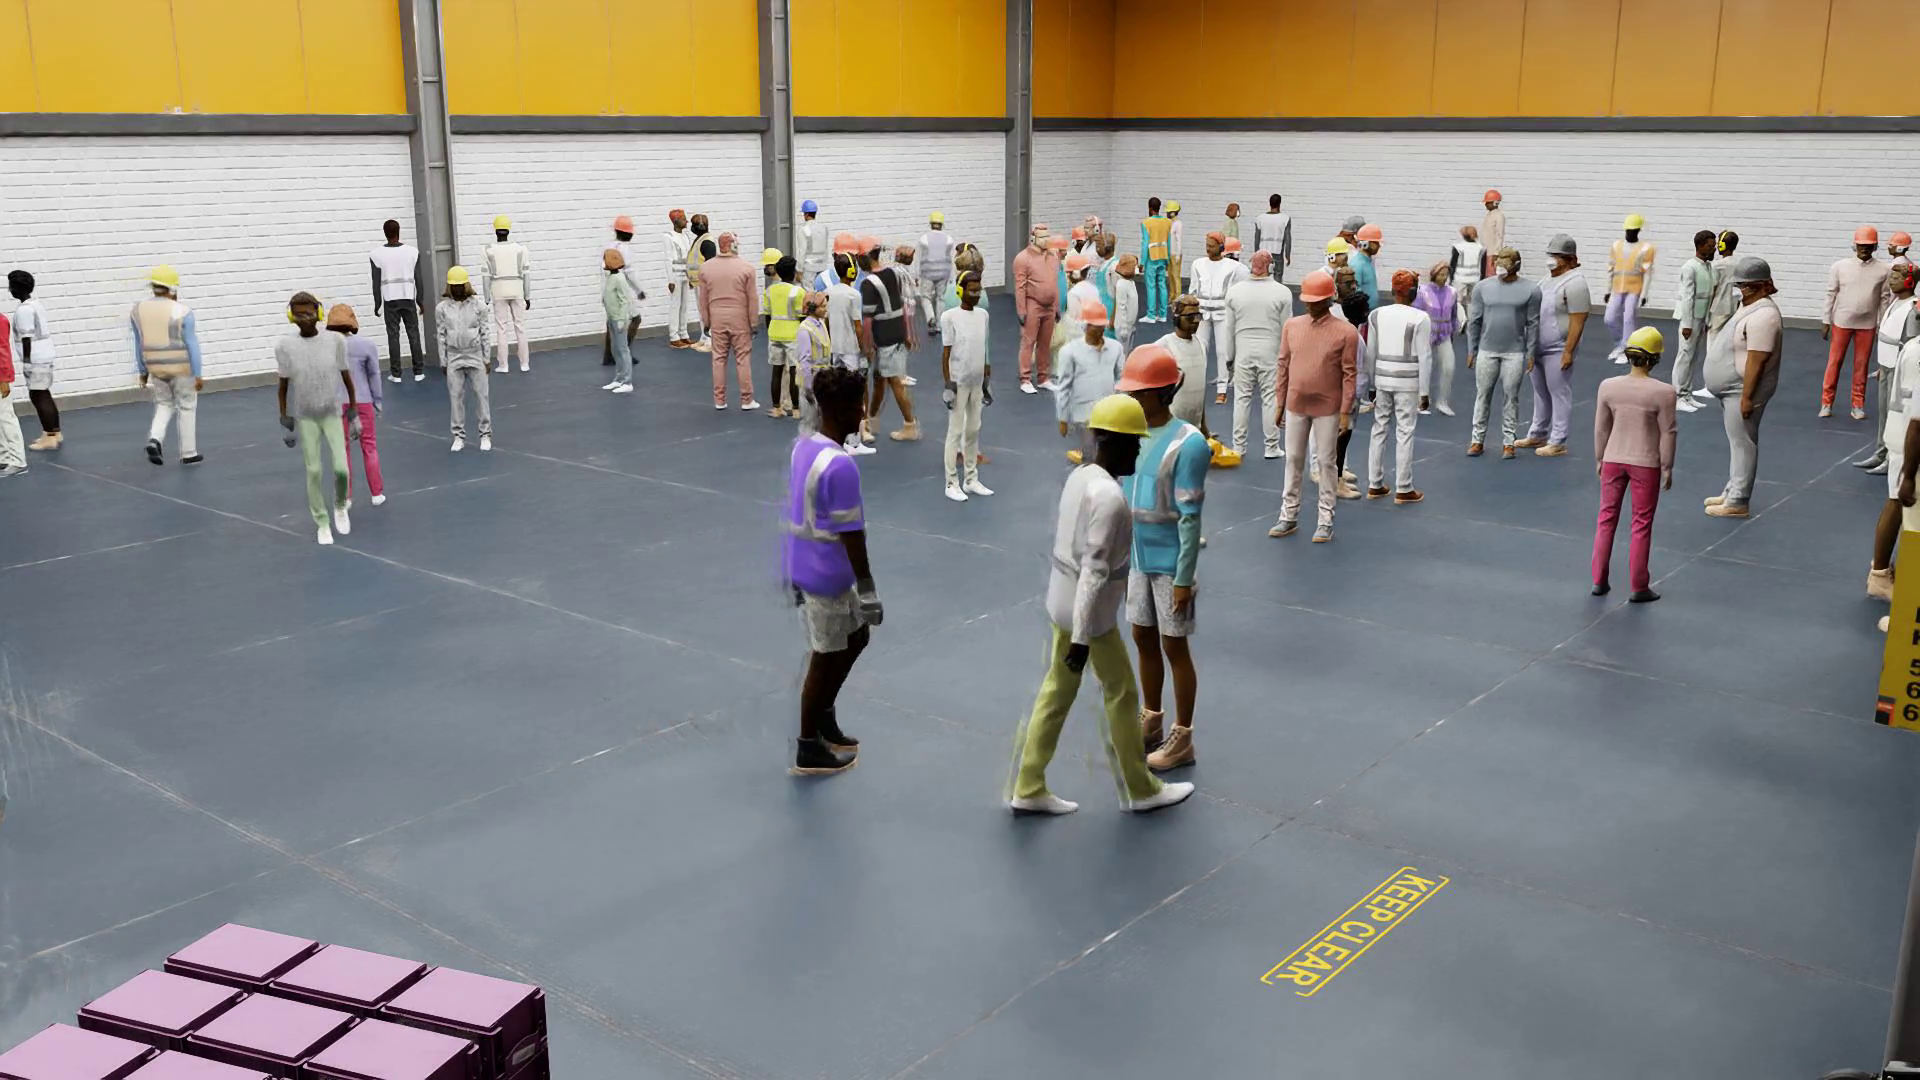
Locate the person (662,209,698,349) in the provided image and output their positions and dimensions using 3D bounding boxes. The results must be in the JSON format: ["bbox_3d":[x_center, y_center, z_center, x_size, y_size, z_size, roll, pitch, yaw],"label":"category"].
[{"bbox_3d":[-3.835,-3.576,22.782,0.351,1.884,0.581,5,15,20],"label":"person"}]

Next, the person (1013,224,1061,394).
[{"bbox_3d":[0.909,-2.636,18.981,0.641,1.908,0.407,-12,18,-40],"label":"person"}]

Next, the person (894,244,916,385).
[{"bbox_3d":[-0.664,-2.647,19.567,0.309,1.640,0.513,0,14,2],"label":"person"}]

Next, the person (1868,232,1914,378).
[{"bbox_3d":[11.235,-2.829,20.053,0.320,1.755,0.564,12,19,41],"label":"person"}]

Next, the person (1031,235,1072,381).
[{"bbox_3d":[1.109,-2.745,19.735,0.487,1.736,0.582,6,15,22],"label":"person"}]

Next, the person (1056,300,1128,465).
[{"bbox_3d":[1.072,-0.967,12.708,0.570,1.709,0.854,-8,16,-30],"label":"person"}]

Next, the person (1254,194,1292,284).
[{"bbox_3d":[5.042,-4.607,26.829,0.596,1.918,0.380,6,15,23],"label":"person"}]

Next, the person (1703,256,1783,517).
[{"bbox_3d":[6.083,-1.204,12.986,0.535,2.000,0.679,5,15,20],"label":"person"}]

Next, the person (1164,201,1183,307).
[{"bbox_3d":[3.558,-4.784,27.869,0.339,1.761,0.524,-4,15,-16],"label":"person"}]

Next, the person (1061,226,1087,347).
[{"bbox_3d":[1.526,-3.131,21.266,0.574,1.749,0.337,-13,19,-43],"label":"person"}]

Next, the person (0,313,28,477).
[{"bbox_3d":[-8.464,-1.425,14.485,0.573,1.738,0.354,8,16,30],"label":"person"}]

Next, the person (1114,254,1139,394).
[{"bbox_3d":[1.828,-2.311,18.234,0.286,1.633,0.500,4,15,17],"label":"person"}]

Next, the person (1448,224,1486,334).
[{"bbox_3d":[7.322,-3.727,23.941,0.529,1.613,0.619,-1,14,-4],"label":"person"}]

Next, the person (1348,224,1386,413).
[{"bbox_3d":[4.277,-2.356,17.694,0.406,1.988,0.613,7,16,26],"label":"person"}]

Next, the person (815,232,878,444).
[{"bbox_3d":[-1.064,-1.914,15.857,0.611,2.029,0.409,-5,15,-19],"label":"person"}]

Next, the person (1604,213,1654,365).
[{"bbox_3d":[8.489,-3.188,21.173,0.412,1.913,0.599,-12,18,-40],"label":"person"}]

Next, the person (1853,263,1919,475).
[{"bbox_3d":[8.171,-1.484,14.497,0.389,1.846,0.566,3,14,11],"label":"person"}]

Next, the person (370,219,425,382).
[{"bbox_3d":[-6.664,-2.833,19.754,0.587,1.913,0.390,-7,16,-25],"label":"person"}]

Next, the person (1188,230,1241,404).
[{"bbox_3d":[2.771,-2.437,18.225,0.584,1.885,0.349,6,15,22],"label":"person"}]

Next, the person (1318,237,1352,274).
[{"bbox_3d":[4.019,-2.324,17.873,0.403,1.837,0.590,11,18,38],"label":"person"}]

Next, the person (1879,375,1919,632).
[{"bbox_3d":[5.863,-0.418,9.843,0.682,2.000,0.535,0,14,0],"label":"person"}]

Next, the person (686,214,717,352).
[{"bbox_3d":[-3.474,-3.464,22.419,0.429,1.842,0.636,-5,15,-19],"label":"person"}]

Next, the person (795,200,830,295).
[{"bbox_3d":[-2.145,-3.940,24.136,0.406,1.939,0.626,12,18,40],"label":"person"}]

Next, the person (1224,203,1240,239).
[{"bbox_3d":[4.849,-5.194,29.751,0.279,1.634,0.497,7,15,24],"label":"person"}]

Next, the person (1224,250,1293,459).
[{"bbox_3d":[2.735,-1.687,15.200,0.639,1.904,0.407,6,15,23],"label":"person"}]

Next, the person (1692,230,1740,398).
[{"bbox_3d":[8.524,-2.521,18.629,0.501,1.862,0.328,-7,16,-26],"label":"person"}]

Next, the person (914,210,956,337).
[{"bbox_3d":[-0.344,-3.800,23.804,0.610,1.819,0.568,-3,14,-10],"label":"person"}]

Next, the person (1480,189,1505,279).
[{"bbox_3d":[8.524,-4.627,26.760,0.382,1.994,0.608,-1,14,-5],"label":"person"}]

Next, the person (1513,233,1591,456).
[{"bbox_3d":[5.452,-1.807,15.395,0.538,2.000,0.687,-2,14,-10],"label":"person"}]

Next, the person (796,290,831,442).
[{"bbox_3d":[-1.261,-1.334,14.337,0.316,1.631,0.517,3,14,13],"label":"person"}]

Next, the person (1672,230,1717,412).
[{"bbox_3d":[7.845,-2.345,17.790,0.382,1.918,0.596,11,18,39],"label":"person"}]

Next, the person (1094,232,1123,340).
[{"bbox_3d":[1.660,-2.535,18.717,0.344,1.835,0.514,-3,14,-10],"label":"person"}]

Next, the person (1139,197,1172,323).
[{"bbox_3d":[3.020,-4.317,25.676,0.597,1.915,0.370,-10,17,-35],"label":"person"}]

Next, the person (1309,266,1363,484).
[{"bbox_3d":[3.209,-1.395,14.146,0.508,1.847,0.345,-6,15,-24],"label":"person"}]
